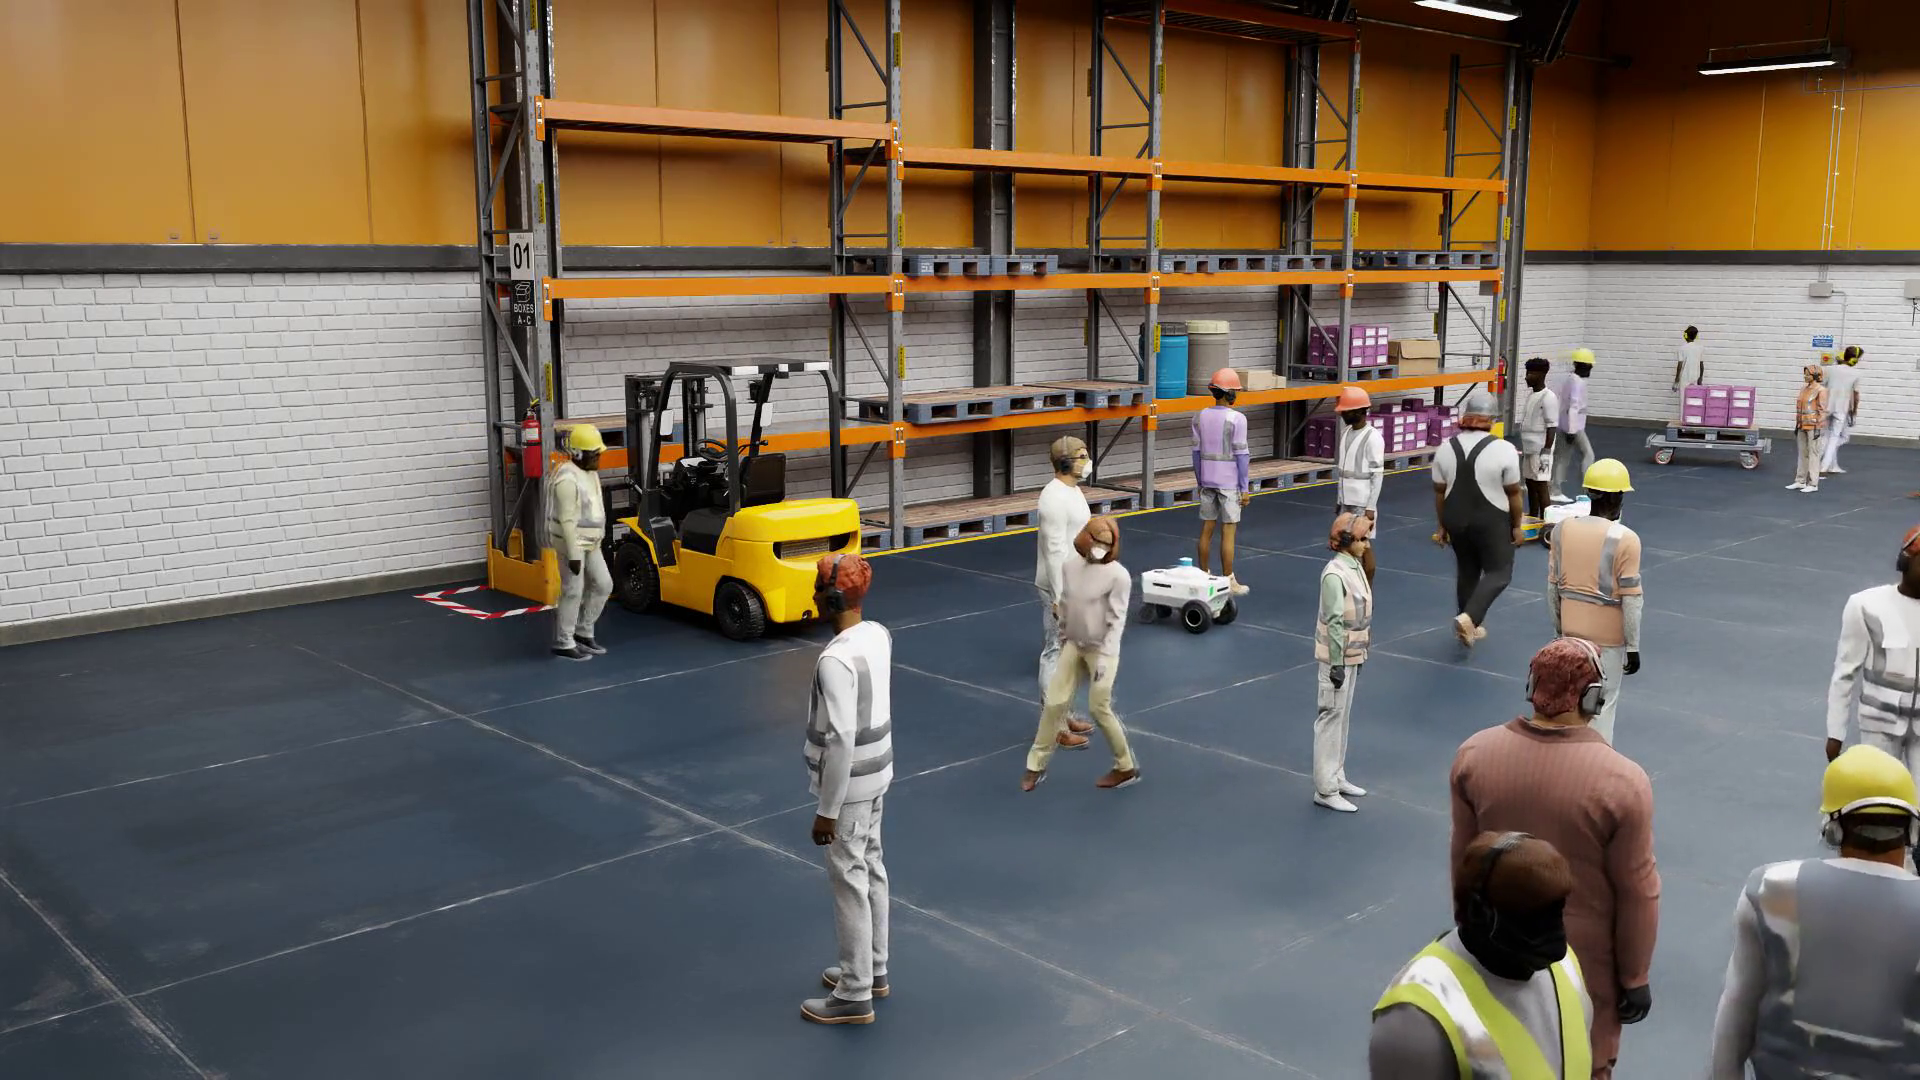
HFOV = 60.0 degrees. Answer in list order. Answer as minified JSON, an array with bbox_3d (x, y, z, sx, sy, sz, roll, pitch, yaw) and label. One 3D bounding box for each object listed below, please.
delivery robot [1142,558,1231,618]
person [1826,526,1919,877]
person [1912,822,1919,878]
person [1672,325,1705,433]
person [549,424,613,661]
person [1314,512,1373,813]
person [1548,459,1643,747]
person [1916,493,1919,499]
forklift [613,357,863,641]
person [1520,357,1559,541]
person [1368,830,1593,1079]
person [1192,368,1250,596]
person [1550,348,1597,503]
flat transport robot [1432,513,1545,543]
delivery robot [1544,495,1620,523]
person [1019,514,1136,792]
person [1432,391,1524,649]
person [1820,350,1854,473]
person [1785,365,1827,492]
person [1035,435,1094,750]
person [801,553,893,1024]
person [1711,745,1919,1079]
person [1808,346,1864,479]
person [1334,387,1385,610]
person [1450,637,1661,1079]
[{"bbox_3d":[1.851,0.391,13.661,0.707,0.478,0.477,8,12,38],"label":"delivery robot"},{"bbox_3d":[4.188,0.860,7.371,0.625,1.855,0.582,4,11,24],"label":"person"},{"bbox_3d":[3.441,1.162,5.711,0.501,1.821,0.655,0,10,-3],"label":"person"},{"bbox_3d":[12.295,-2.681,28.082,0.535,1.868,0.309,-1,10,-8],"label":"person"},{"bbox_3d":[-2.837,0.022,12.431,0.484,1.803,0.613,1,10,8],"label":"person"},{"bbox_3d":[2.110,0.661,9.186,0.308,1.639,0.511,4,11,23],"label":"person"},{"bbox_3d":[3.529,0.507,9.240,0.363,1.927,0.587,-6,11,-30],"label":"person"},{"bbox_3d":[12.187,-1.427,20.541,0.363,1.937,0.634,1,10,5],"label":"person"},{"bbox_3d":[-1.847,-0.414,13.852,1.214,2.155,2.313,-9,13,-42],"label":"forklift"},{"bbox_3d":[6.172,-0.977,17.815,0.362,1.963,0.614,0,10,-2],"label":"person"},{"bbox_3d":[1.145,1.512,3.614,0.633,1.841,0.429,-8,13,-40],"label":"person"},{"bbox_3d":[2.352,-0.515,14.890,0.374,2.044,0.607,-8,13,-41],"label":"person"},{"bbox_3d":[7.619,-1.380,20.331,0.776,1.899,0.600,2,10,11],"label":"person"},{"bbox_3d":[5.755,-0.109,17.690,1.431,0.197,0.652,-7,12,-34],"label":"flat transport robot"},{"bbox_3d":[6.443,-0.219,17.228,0.707,0.478,0.477,7,12,34],"label":"delivery robot"},{"bbox_3d":[0.694,0.645,9.414,0.568,1.595,0.550,-10,14,-44],"label":"person"},{"bbox_3d":[3.983,-0.162,12.825,0.747,2.000,0.687,-9,13,-42],"label":"person"},{"bbox_3d":[12.129,-1.771,23.102,0.584,1.744,0.540,-1,10,-5],"label":"person"},{"bbox_3d":[10.958,-1.436,21.461,0.306,1.640,0.522,-1,10,-5],"label":"person"},{"bbox_3d":[0.658,0.315,10.337,0.369,1.938,0.631,2,10,12],"label":"person"},{"bbox_3d":[-0.446,0.978,6.612,0.345,1.882,0.584,2,10,14],"label":"person"},{"bbox_3d":[2.299,1.417,4.289,0.635,1.790,0.667,6,11,32],"label":"person"},{"bbox_3d":[11.935,-1.736,22.686,0.459,1.823,0.624,-9,13,-41],"label":"person"},{"bbox_3d":[3.371,-0.342,14.208,0.384,1.930,0.547,-3,10,-20],"label":"person"},{"bbox_3d":[1.814,1.232,5.077,0.407,1.903,0.639,-9,13,-43],"label":"person"}]
